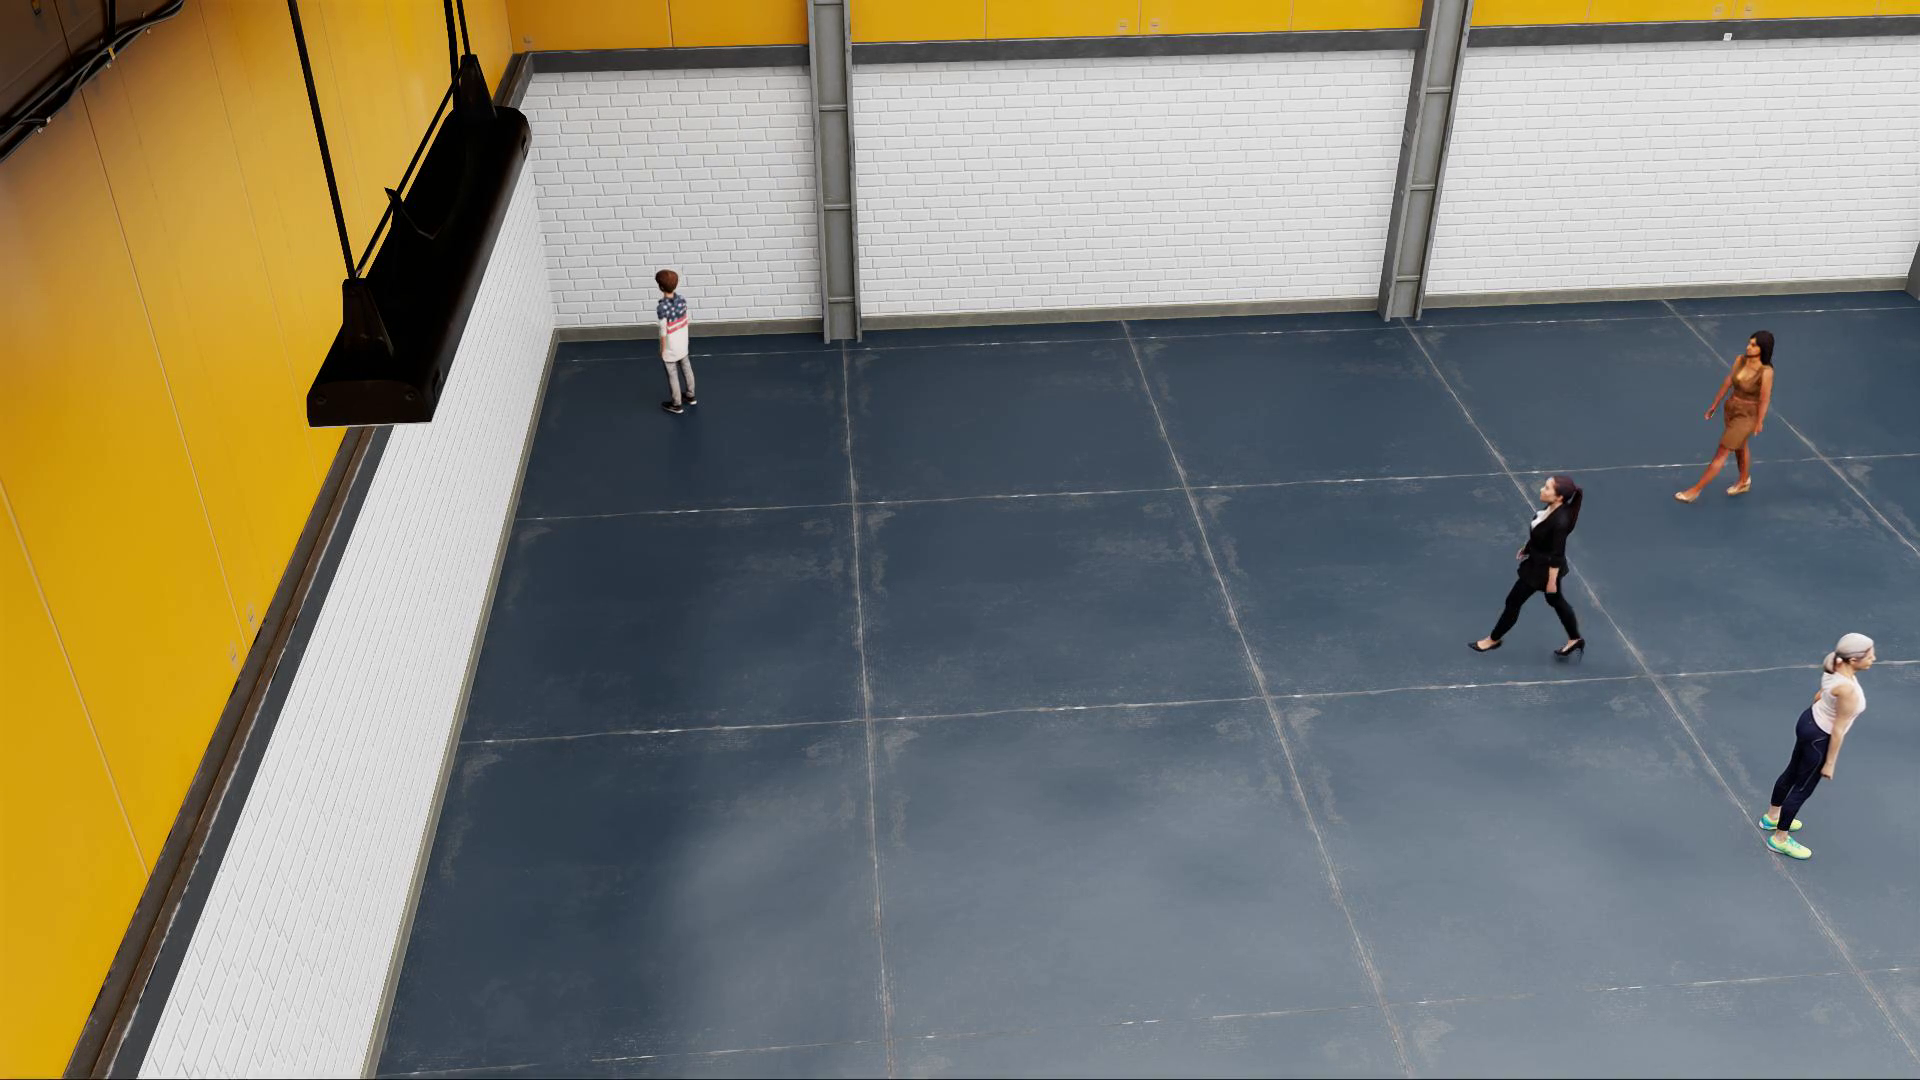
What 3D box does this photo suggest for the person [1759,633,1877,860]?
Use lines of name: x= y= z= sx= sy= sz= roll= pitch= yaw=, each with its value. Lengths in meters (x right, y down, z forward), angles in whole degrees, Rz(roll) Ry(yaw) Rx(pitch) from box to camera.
person: x=5.573 y=1.298 z=10.810 sx=0.637 sy=1.701 sz=0.664 roll=7 pitch=34 yaw=10

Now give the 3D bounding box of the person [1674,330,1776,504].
person: x=6.830 y=-1.055 z=14.398 sx=1.069 sy=1.648 sz=0.666 roll=-7 pitch=34 yaw=-11

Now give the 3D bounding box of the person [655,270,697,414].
person: x=-2.730 y=-1.914 z=15.879 sx=0.629 sy=1.440 sz=0.582 roll=22 pitch=39 yaw=29

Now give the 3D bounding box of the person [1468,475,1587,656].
person: x=4.471 y=0.243 z=12.474 sx=1.156 sy=1.617 sz=0.889 roll=11 pitch=35 yaw=15
